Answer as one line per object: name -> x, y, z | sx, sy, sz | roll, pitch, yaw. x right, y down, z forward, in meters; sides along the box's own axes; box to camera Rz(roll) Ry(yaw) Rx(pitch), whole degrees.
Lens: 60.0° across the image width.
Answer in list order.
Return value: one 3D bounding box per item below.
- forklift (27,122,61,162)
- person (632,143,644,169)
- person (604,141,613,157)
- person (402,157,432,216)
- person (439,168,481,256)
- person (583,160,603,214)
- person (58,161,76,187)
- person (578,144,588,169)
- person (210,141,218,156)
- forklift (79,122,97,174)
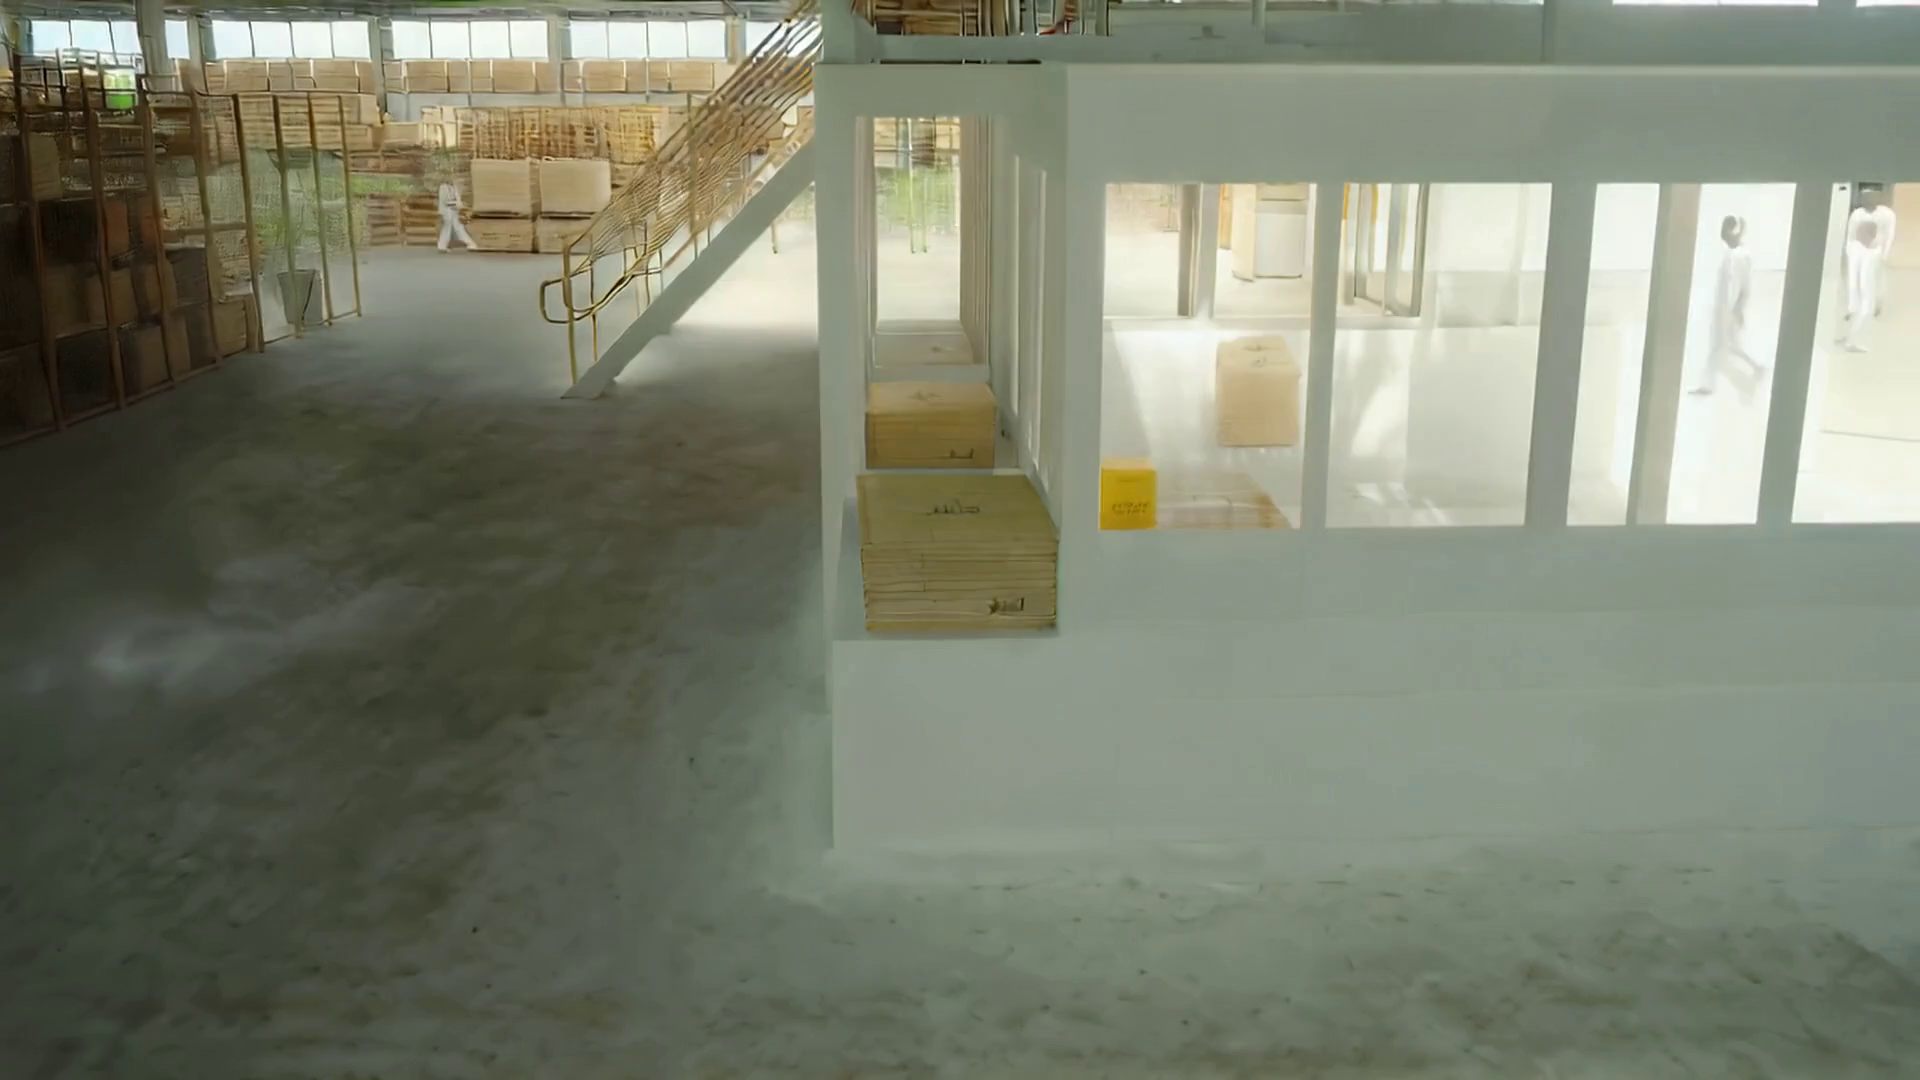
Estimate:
forklift -> -35.376, -14.773, 64.377 | 1.129, 2.768, 1.873 | -1, 14, -2
person -> -16.022, -18.828, 82.787 | 0.583, 1.791, 0.961 | 1, 14, 2
person -> -16.179, -17.405, 76.739 | 0.428, 1.980, 0.629 | -12, 18, -39
person -> -16.182, -10.465, 49.373 | 1.008, 1.795, 0.595 | -13, 19, -41
person -> -10.658, -6.934, 35.167 | 0.990, 1.827, 0.583 | 0, 14, 1
person -> -10.187, -9.650, 46.184 | 0.535, 1.756, 0.342 | -5, 15, -19
person -> -18.948, -7.013, 35.067 | 0.688, 2.000, 0.962 | -8, 16, -29
person -> -16.945, -16.772, 74.424 | 0.973, 1.862, 0.648 | 5, 15, 18
person -> -37.600, -19.167, 83.898 | 0.615, 1.917, 0.822 | -8, 16, -30
forklift -> -38.007, -16.855, 72.698 | 1.873, 2.768, 1.129 | -2, 14, -9
